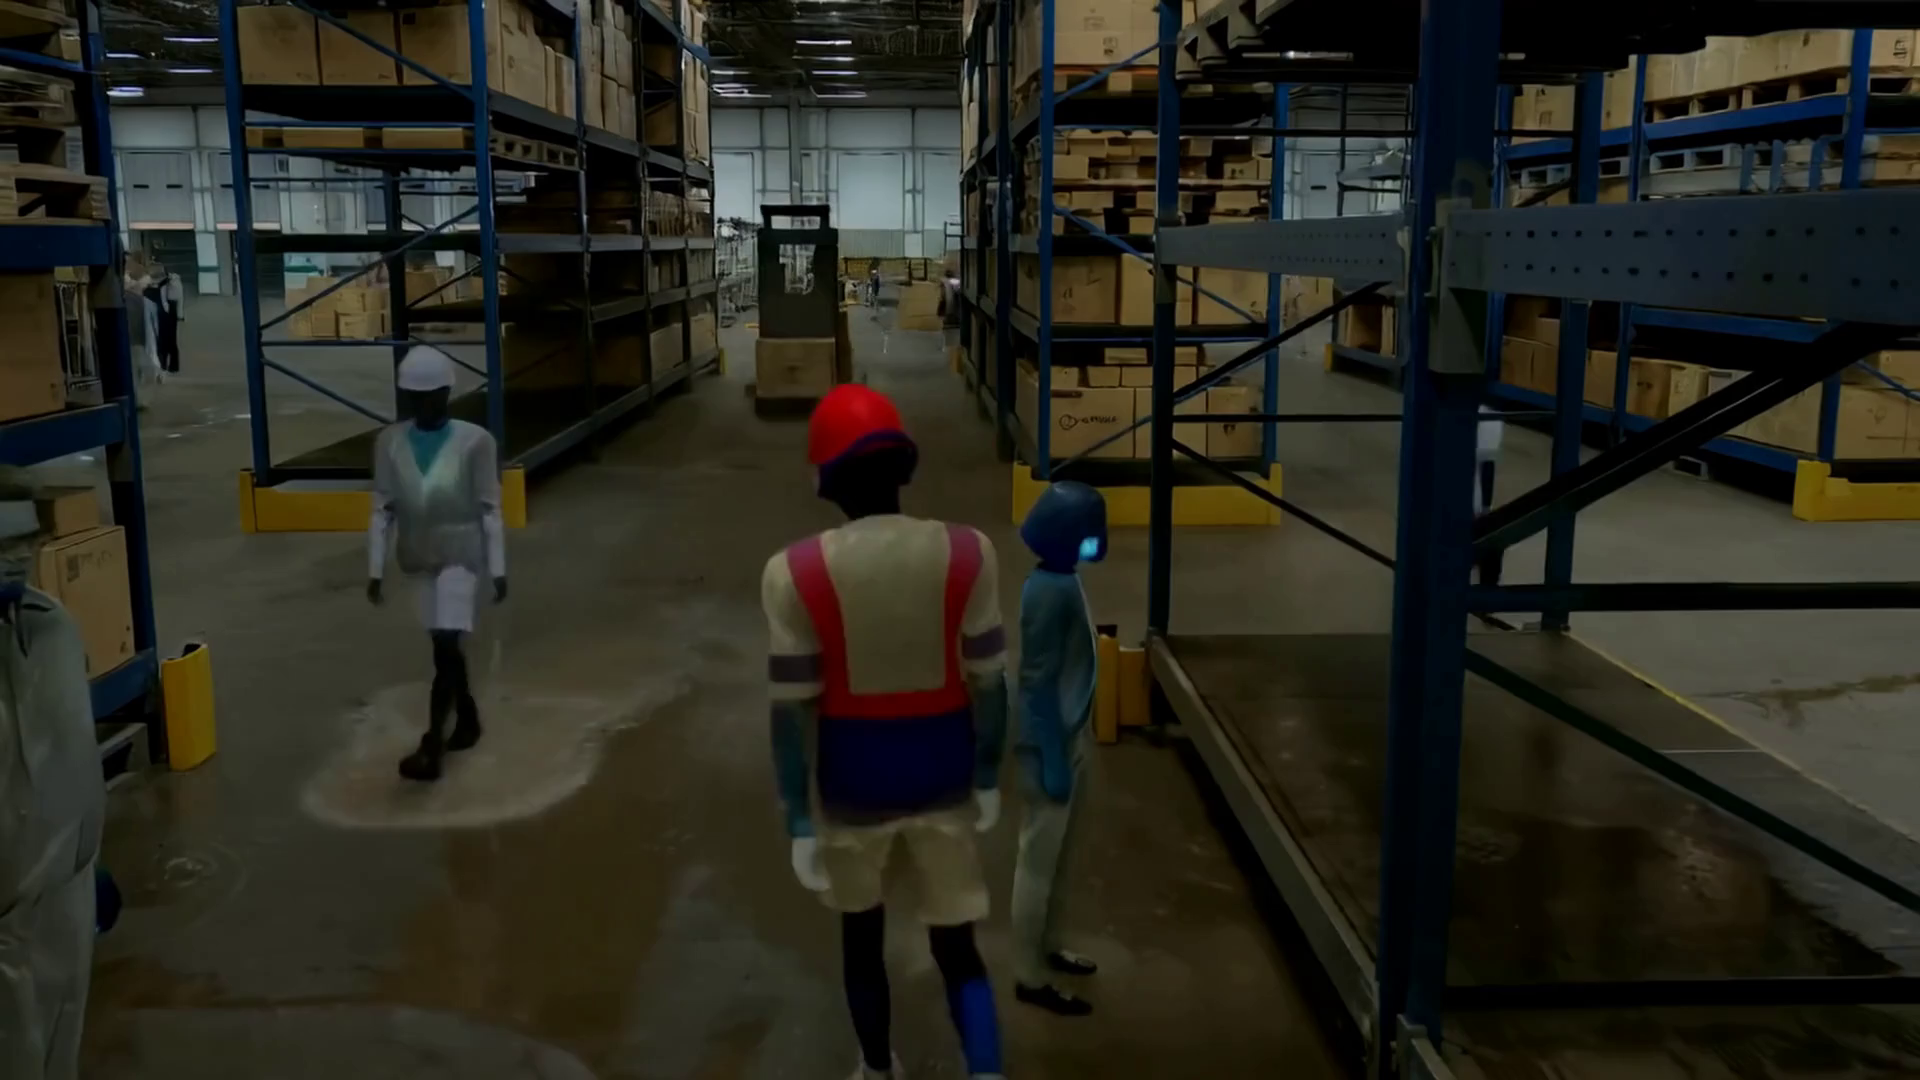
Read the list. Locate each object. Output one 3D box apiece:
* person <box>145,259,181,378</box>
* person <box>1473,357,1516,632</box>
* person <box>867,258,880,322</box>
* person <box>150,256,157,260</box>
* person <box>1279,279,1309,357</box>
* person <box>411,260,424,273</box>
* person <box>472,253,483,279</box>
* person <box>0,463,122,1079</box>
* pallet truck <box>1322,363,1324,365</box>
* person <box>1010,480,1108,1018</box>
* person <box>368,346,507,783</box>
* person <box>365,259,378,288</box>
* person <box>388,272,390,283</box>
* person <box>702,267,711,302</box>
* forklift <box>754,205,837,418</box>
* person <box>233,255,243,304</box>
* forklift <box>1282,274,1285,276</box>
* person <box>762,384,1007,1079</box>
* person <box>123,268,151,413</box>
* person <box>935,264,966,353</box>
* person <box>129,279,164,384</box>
[{"bbox_3d":[-13.825,-3.821,28.748,0.683,2.000,0.536,6,12,31],"label":"person"},{"bbox_3d":[3.092,-0.262,9.937,0.671,1.672,0.553,-5,11,-25],"label":"person"},{"bbox_3d":[-2.540,-7.317,48.690,0.437,1.867,0.577,-1,10,-7],"label":"person"},{"bbox_3d":[-28.435,-9.113,58.781,0.621,1.845,0.429,4,11,19],"label":"person"},{"bbox_3d":[6.756,-4.514,33.850,0.879,1.584,0.533,-3,11,-14],"label":"person"},{"bbox_3d":[-15.413,-6.978,46.988,0.924,1.801,0.542,5,11,25],"label":"person"},{"bbox_3d":[-16.748,-9.013,57.972,0.370,1.934,0.627,-9,14,-42],"label":"person"},{"bbox_3d":[-2.028,0.772,3.553,0.409,1.903,0.639,1,10,5],"label":"person"},{"bbox_3d":[7.712,-4.157,30.737,1.885,1.965,0.823,3,11,16],"label":"pallet truck"},{"bbox_3d":[0.302,0.623,5.125,0.285,1.632,0.499,2,10,10],"label":"person"},{"bbox_3d":[-2.339,0.093,7.364,0.570,1.883,0.974,1,10,6],"label":"person"},{"bbox_3d":[-16.274,-6.824,46.004,0.410,1.852,0.559,-3,11,-19],"label":"person"},{"bbox_3d":[-18.722,-8.399,55.240,0.531,1.689,0.322,-9,13,-40],"label":"person"},{"bbox_3d":[-8.542,-8.587,55.679,0.759,1.905,0.588,5,11,27],"label":"person"},{"bbox_3d":[-2.192,-3.105,22.419,1.129,2.768,1.873,0,10,-2],"label":"forklift"},{"bbox_3d":[-26.806,-9.785,62.282,0.655,1.928,0.529,2,10,12],"label":"person"},{"bbox_3d":[12.240,-10.302,62.509,1.129,2.768,1.873,0,10,-2],"label":"forklift"},{"bbox_3d":[-0.142,0.637,4.067,0.633,2.006,0.893,-3,10,-14],"label":"person"},{"bbox_3d":[-11.347,-2.697,22.633,0.391,1.987,0.608,9,14,42],"label":"person"},{"bbox_3d":[-0.227,-4.767,34.472,0.909,1.876,0.603,5,11,26],"label":"person"},{"bbox_3d":[-13.457,-3.430,27.437,0.807,1.736,0.528,9,14,42],"label":"person"}]
